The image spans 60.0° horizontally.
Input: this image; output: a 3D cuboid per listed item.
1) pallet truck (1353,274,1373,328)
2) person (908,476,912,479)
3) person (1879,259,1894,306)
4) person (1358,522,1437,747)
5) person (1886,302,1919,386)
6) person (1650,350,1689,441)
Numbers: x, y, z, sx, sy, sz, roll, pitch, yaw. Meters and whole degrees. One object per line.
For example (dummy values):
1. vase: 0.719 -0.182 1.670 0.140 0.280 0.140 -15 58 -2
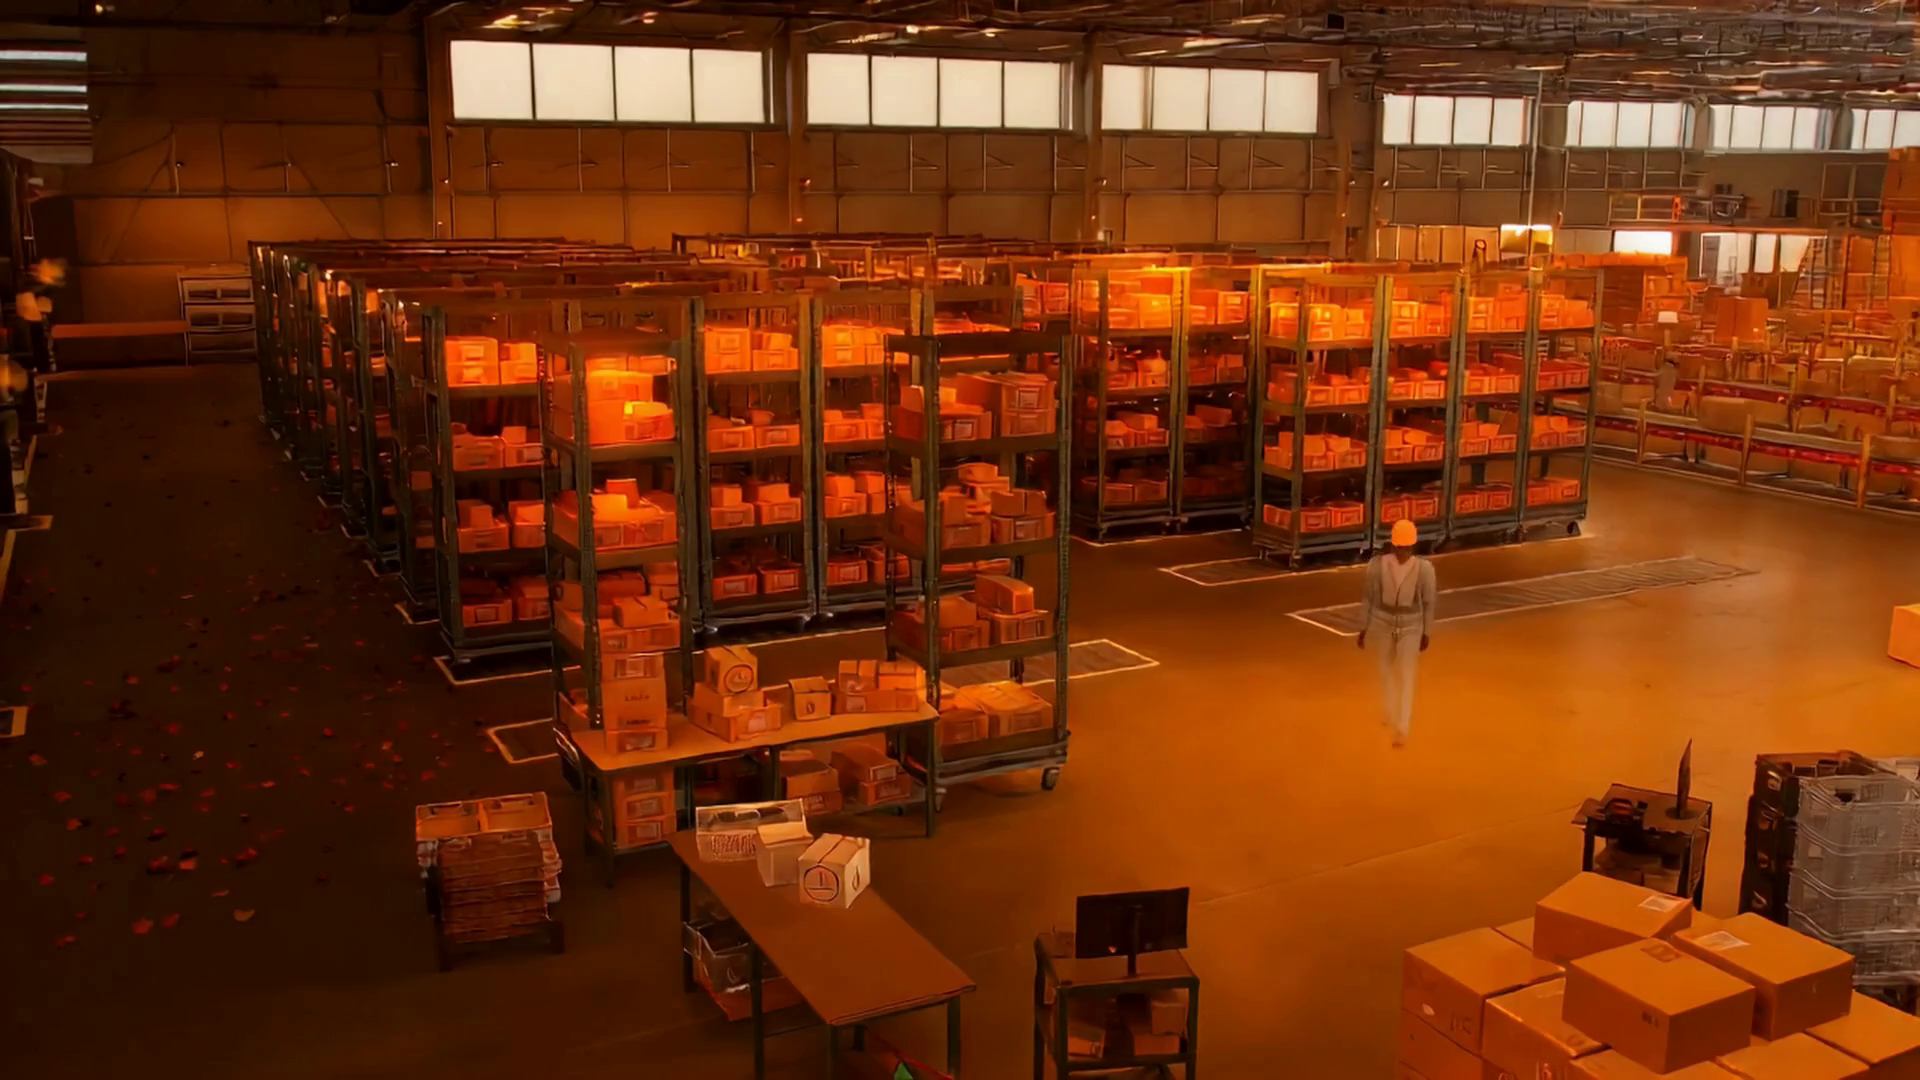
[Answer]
1. pallet truck: 13.011 -8.050 55.243 0.823 1.965 1.885 -7 14 -28
2. person: -0.979 -0.964 22.605 0.586 1.787 0.933 -6 13 -24
3. person: 36.167 -10.024 64.841 0.506 1.842 0.348 -8 14 -33
4. person: 3.727 0.773 14.229 0.611 1.895 1.013 5 13 21
5. person: 22.554 -4.617 39.239 1.020 1.980 0.630 4 13 20
6. person: 12.996 -2.616 30.482 0.534 1.720 0.878 -8 14 -32
